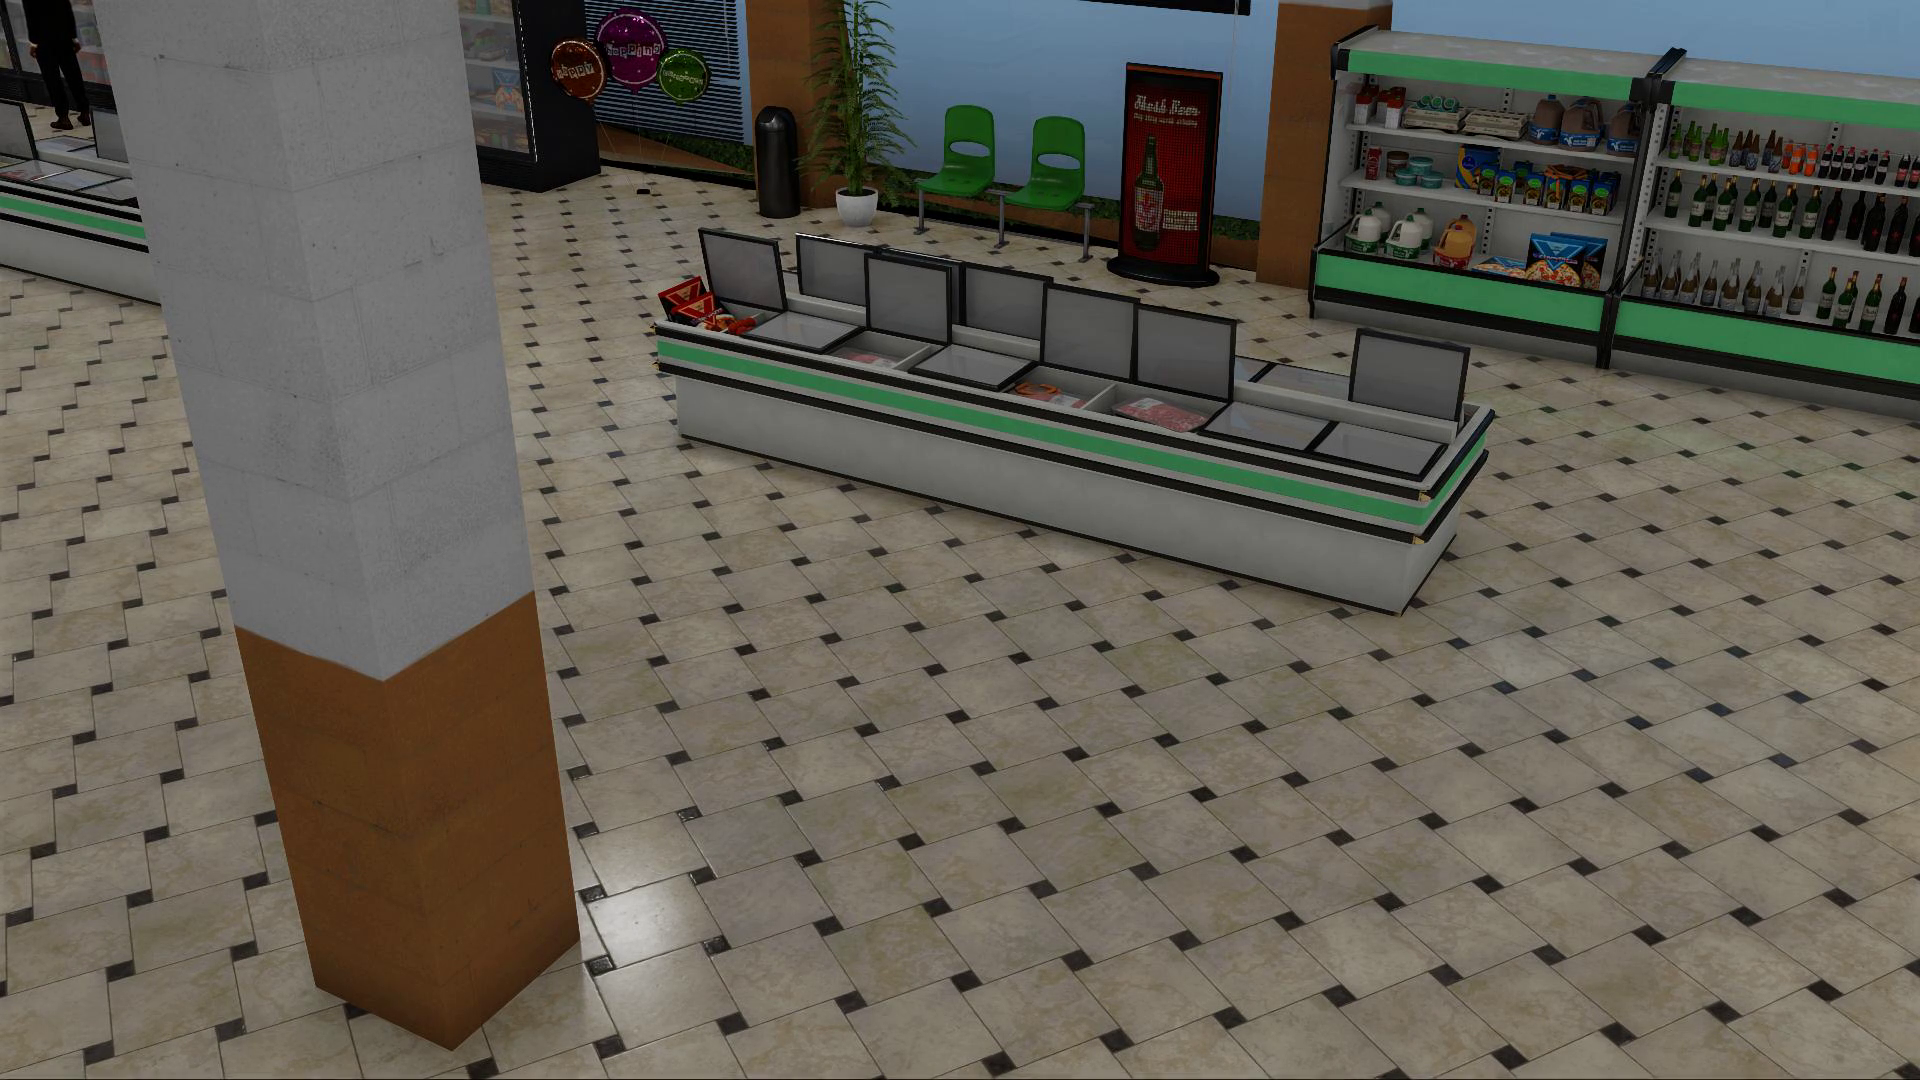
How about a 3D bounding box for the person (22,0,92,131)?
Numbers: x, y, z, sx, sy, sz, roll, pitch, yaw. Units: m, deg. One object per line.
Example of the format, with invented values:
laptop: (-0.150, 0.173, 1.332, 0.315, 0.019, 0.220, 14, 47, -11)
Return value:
person: (-10.007, -5.523, 18.346, 0.646, 1.904, 0.725, 19, 33, 33)
